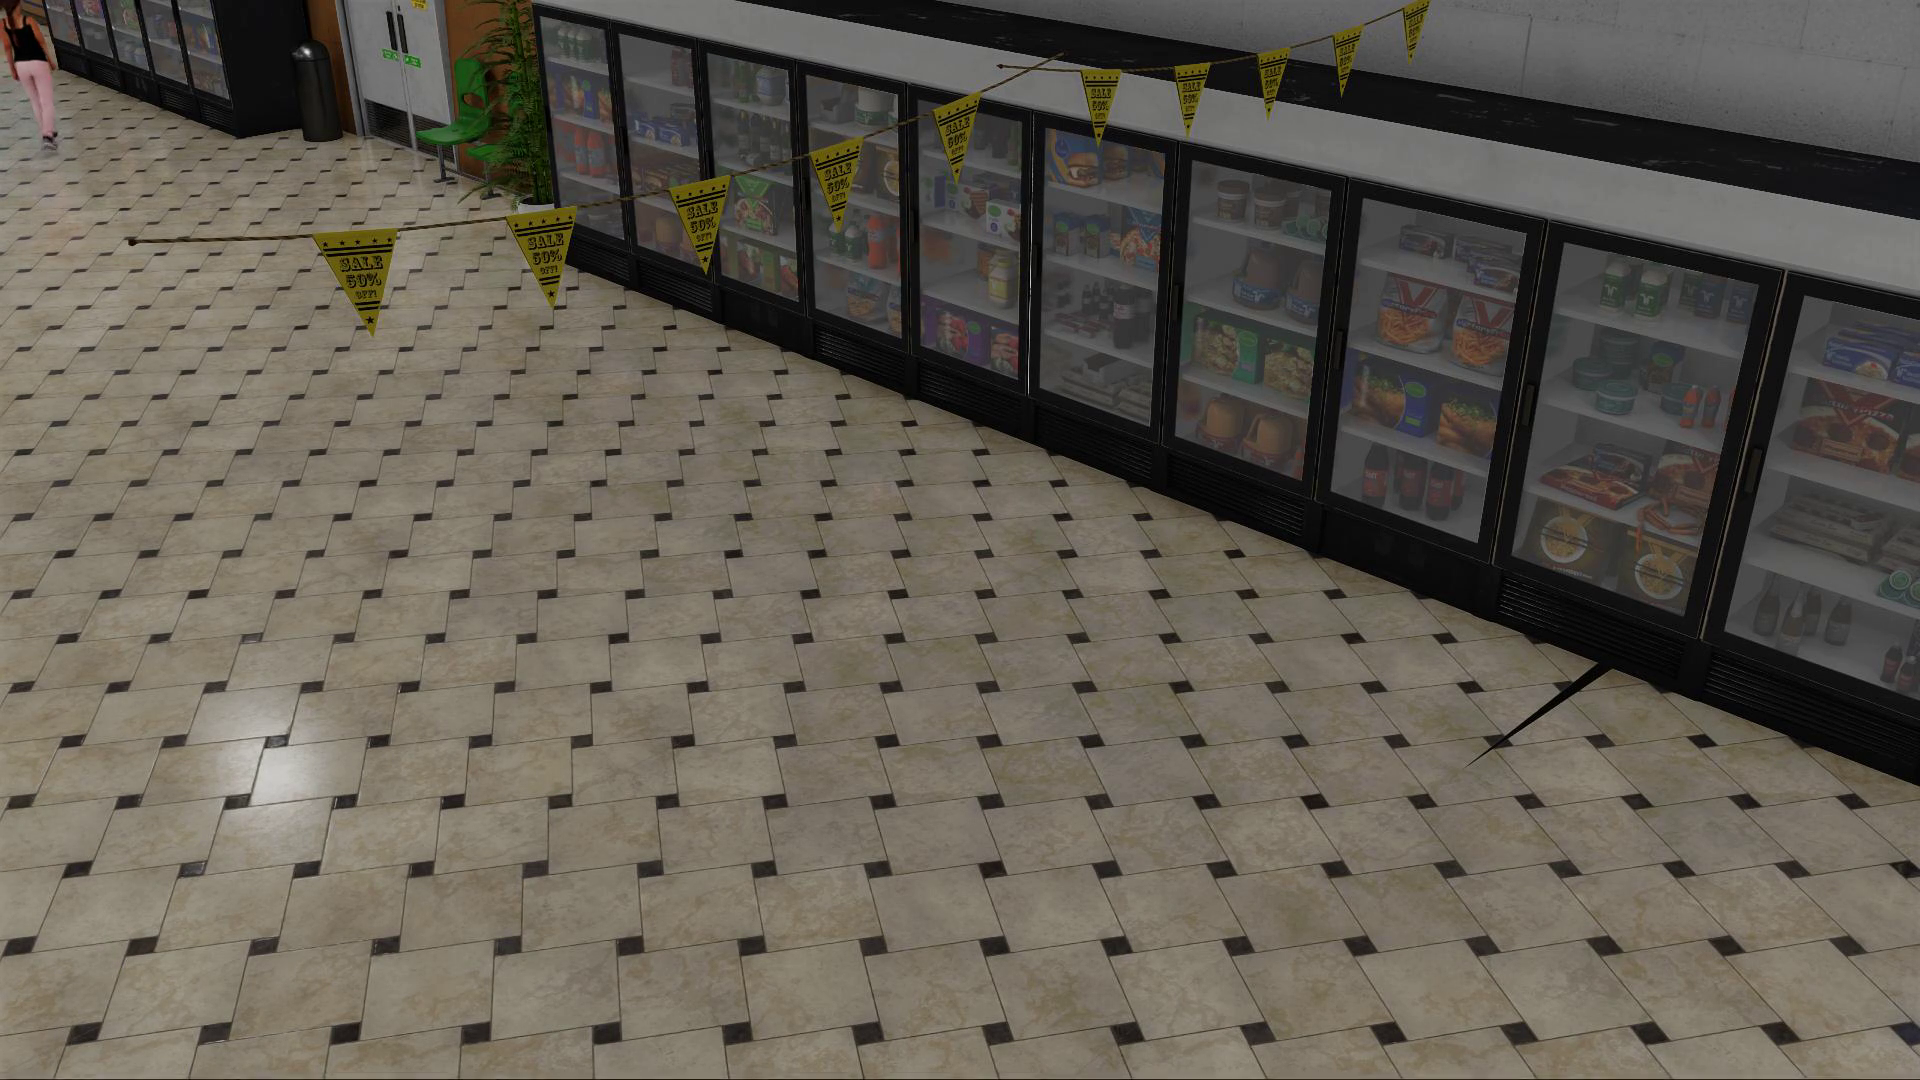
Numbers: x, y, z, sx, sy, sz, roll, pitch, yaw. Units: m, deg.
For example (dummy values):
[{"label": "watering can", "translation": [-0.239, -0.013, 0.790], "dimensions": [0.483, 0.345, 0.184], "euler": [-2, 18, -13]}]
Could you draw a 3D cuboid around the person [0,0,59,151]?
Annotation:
[{"label": "person", "translation": [-9.061, -4.576, 16.257], "dimensions": [0.970, 1.539, 0.955], "euler": [-4, 27, -7]}]
